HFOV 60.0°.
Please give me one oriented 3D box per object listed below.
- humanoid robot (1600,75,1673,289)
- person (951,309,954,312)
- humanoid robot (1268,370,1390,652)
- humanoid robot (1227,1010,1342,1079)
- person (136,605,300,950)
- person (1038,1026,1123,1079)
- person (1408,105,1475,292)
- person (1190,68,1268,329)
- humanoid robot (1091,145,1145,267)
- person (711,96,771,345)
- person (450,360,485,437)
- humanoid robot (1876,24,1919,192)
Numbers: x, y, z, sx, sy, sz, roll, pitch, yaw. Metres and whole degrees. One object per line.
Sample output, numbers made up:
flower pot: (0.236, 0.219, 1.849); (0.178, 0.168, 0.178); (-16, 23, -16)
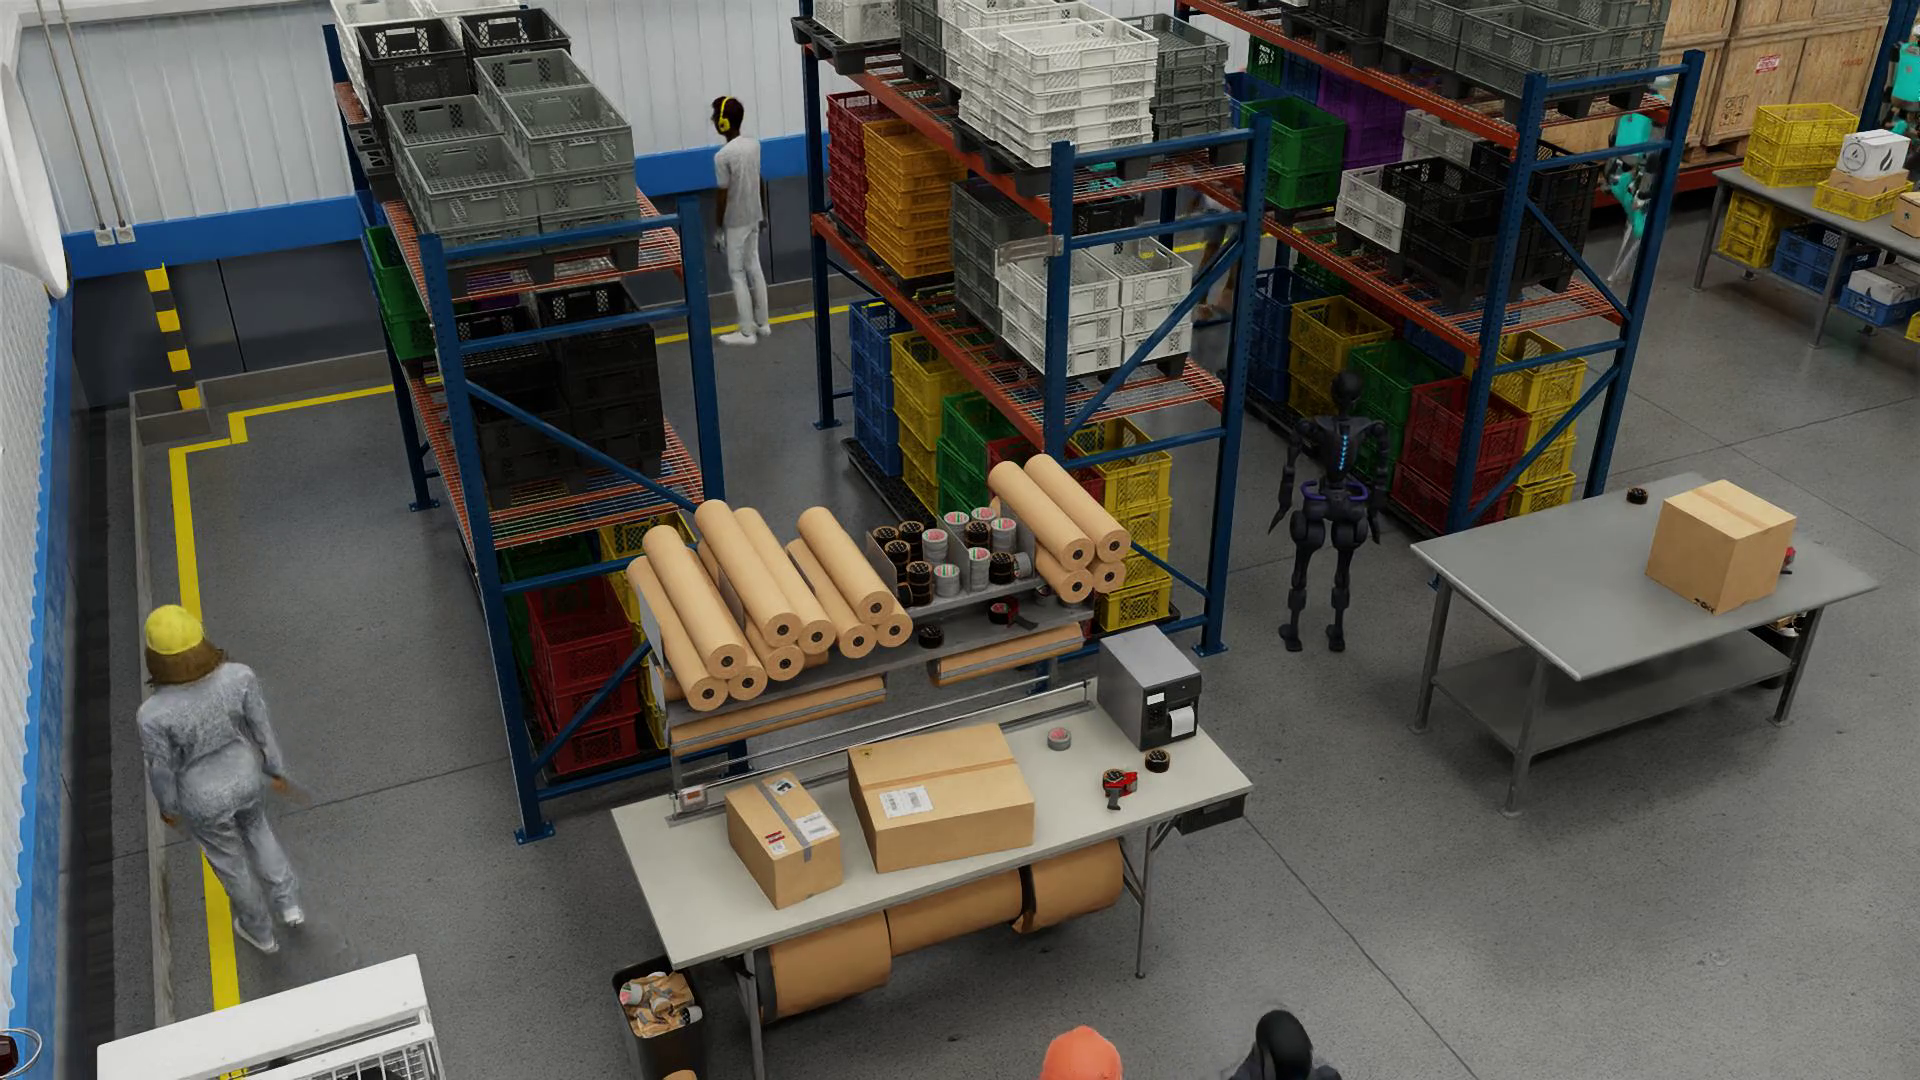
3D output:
humanoid robot: (5.420, -2.831, 13.191); (0.730, 1.811, 0.563); (-10, 33, -16)
person: (0.116, -2.472, 12.466); (0.329, 1.865, 0.511); (-5, 32, -8)
humanoid robot: (1.959, -0.150, 8.866); (0.593, 1.655, 0.326); (1, 32, 2)
humanoid robot: (0.893, 2.052, 5.317); (0.593, 1.658, 0.451); (-10, 33, -16)
person: (-3.106, 1.006, 6.936); (0.362, 1.729, 0.500); (24, 39, 34)
person: (0.319, 2.162, 4.883); (0.544, 1.928, 0.418); (9, 33, 14)
person: (3.530, -2.265, 12.159); (0.346, 1.837, 0.500); (-26, 40, -36)
person: (2.024, -2.543, 12.433); (0.756, 2.012, 0.534); (25, 39, 34)
humanoid robot: (1.051, -2.124, 12.068); (0.538, 1.730, 1.008); (4, 32, 7)
person: (-1.622, -2.340, 12.256); (0.336, 1.861, 0.529); (17, 35, 25)
person: (-3.149, -1.424, 10.872); (0.738, 1.738, 0.539); (-17, 36, -26)
humanoid robot: (8.269, -3.600, 14.403); (0.966, 1.743, 0.546); (-14, 34, -22)
